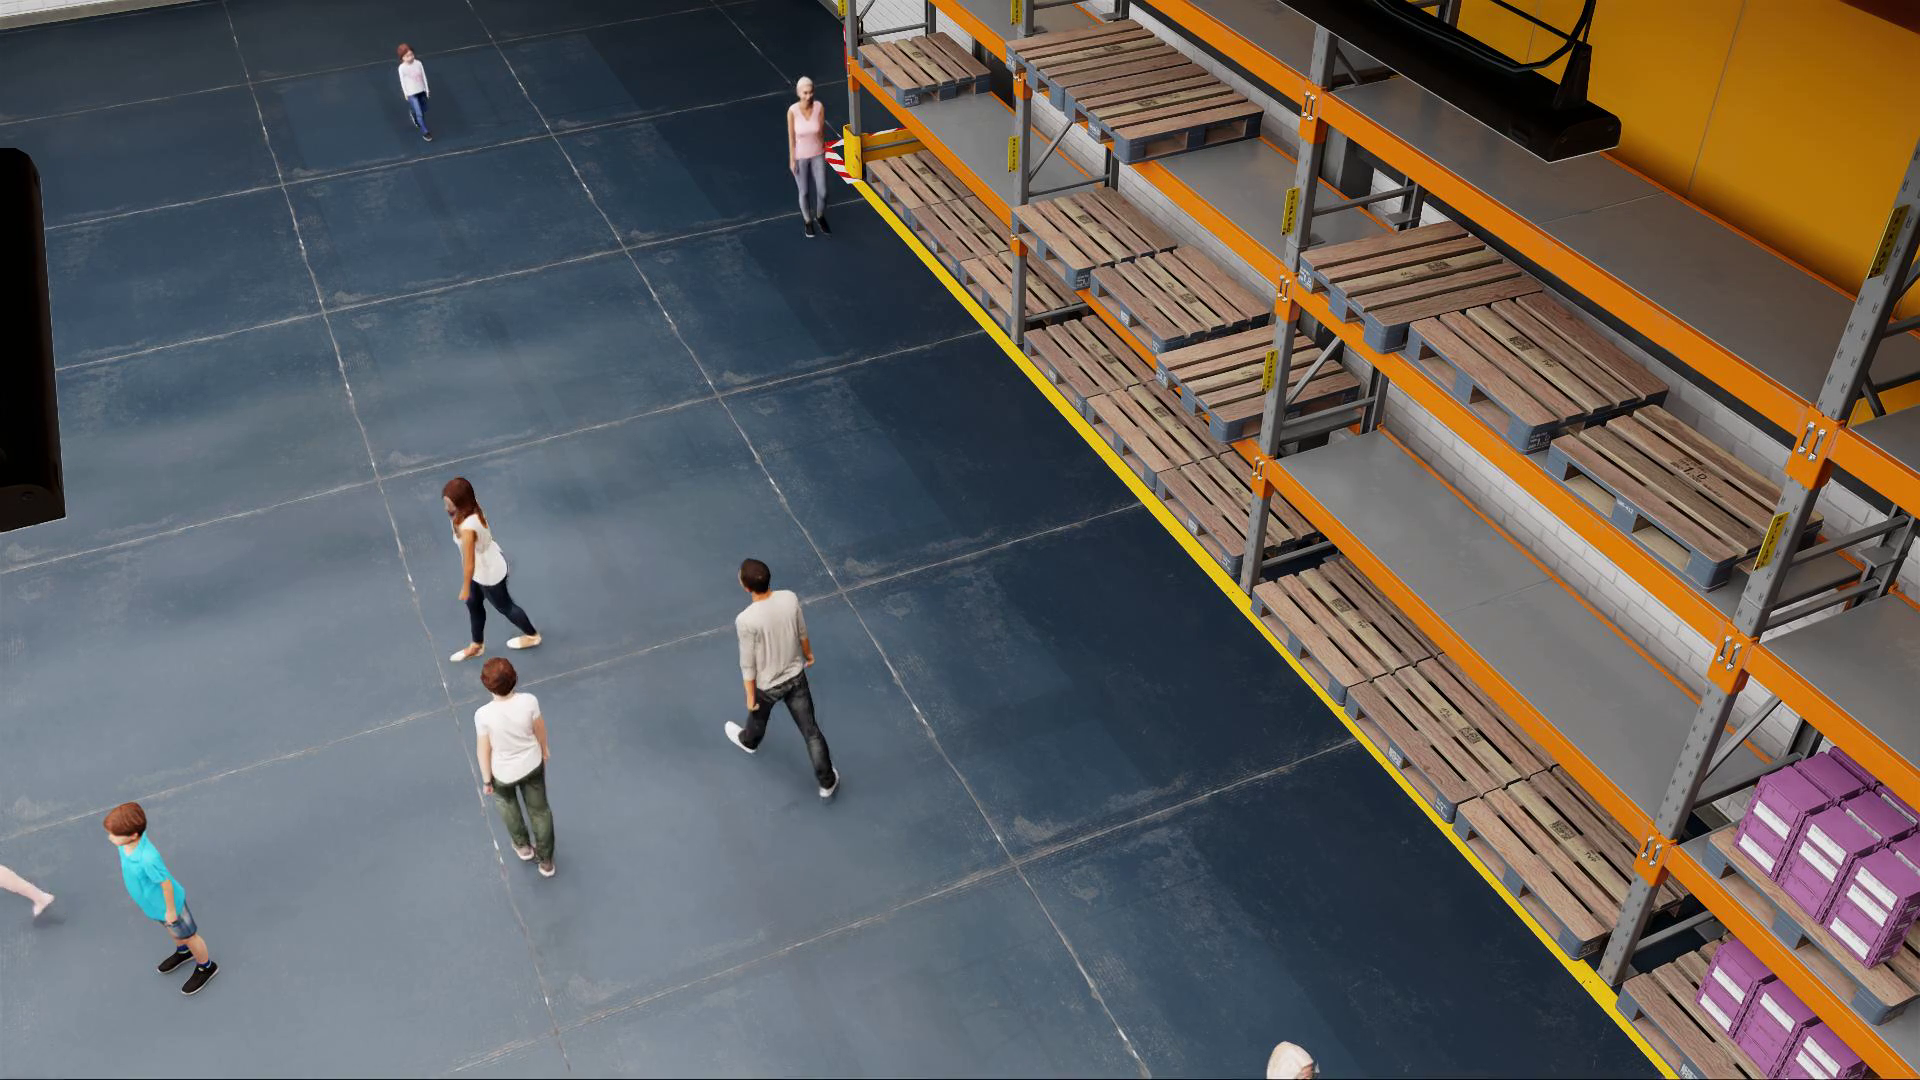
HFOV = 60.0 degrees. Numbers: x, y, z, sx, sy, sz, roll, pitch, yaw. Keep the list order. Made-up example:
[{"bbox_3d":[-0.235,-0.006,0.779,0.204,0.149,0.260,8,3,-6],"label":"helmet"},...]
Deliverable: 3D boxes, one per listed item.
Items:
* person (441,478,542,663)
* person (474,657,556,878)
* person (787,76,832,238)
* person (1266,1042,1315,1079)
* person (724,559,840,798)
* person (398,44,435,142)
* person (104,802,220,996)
[{"bbox_3d":[-3.285,0.172,11.756,0.731,1.733,0.822,-8,39,-10],"label":"person"},{"bbox_3d":[-2.703,1.453,10.226,0.646,1.642,0.693,-19,42,-22],"label":"person"},{"bbox_3d":[-1.564,-3.923,16.899,0.601,1.714,0.628,-9,40,-11],"label":"person"},{"bbox_3d":[1.513,3.023,8.175,0.680,1.747,0.673,23,44,26],"label":"person"},{"bbox_3d":[-1.122,0.949,10.779,0.958,1.738,1.262,-24,45,-27],"label":"person"},{"bbox_3d":[-6.207,-5.116,18.888,0.580,1.095,0.787,-31,48,-33],"label":"person"},{"bbox_3d":[-4.635,2.044,9.640,0.546,1.449,0.653,27,46,30],"label":"person"}]
